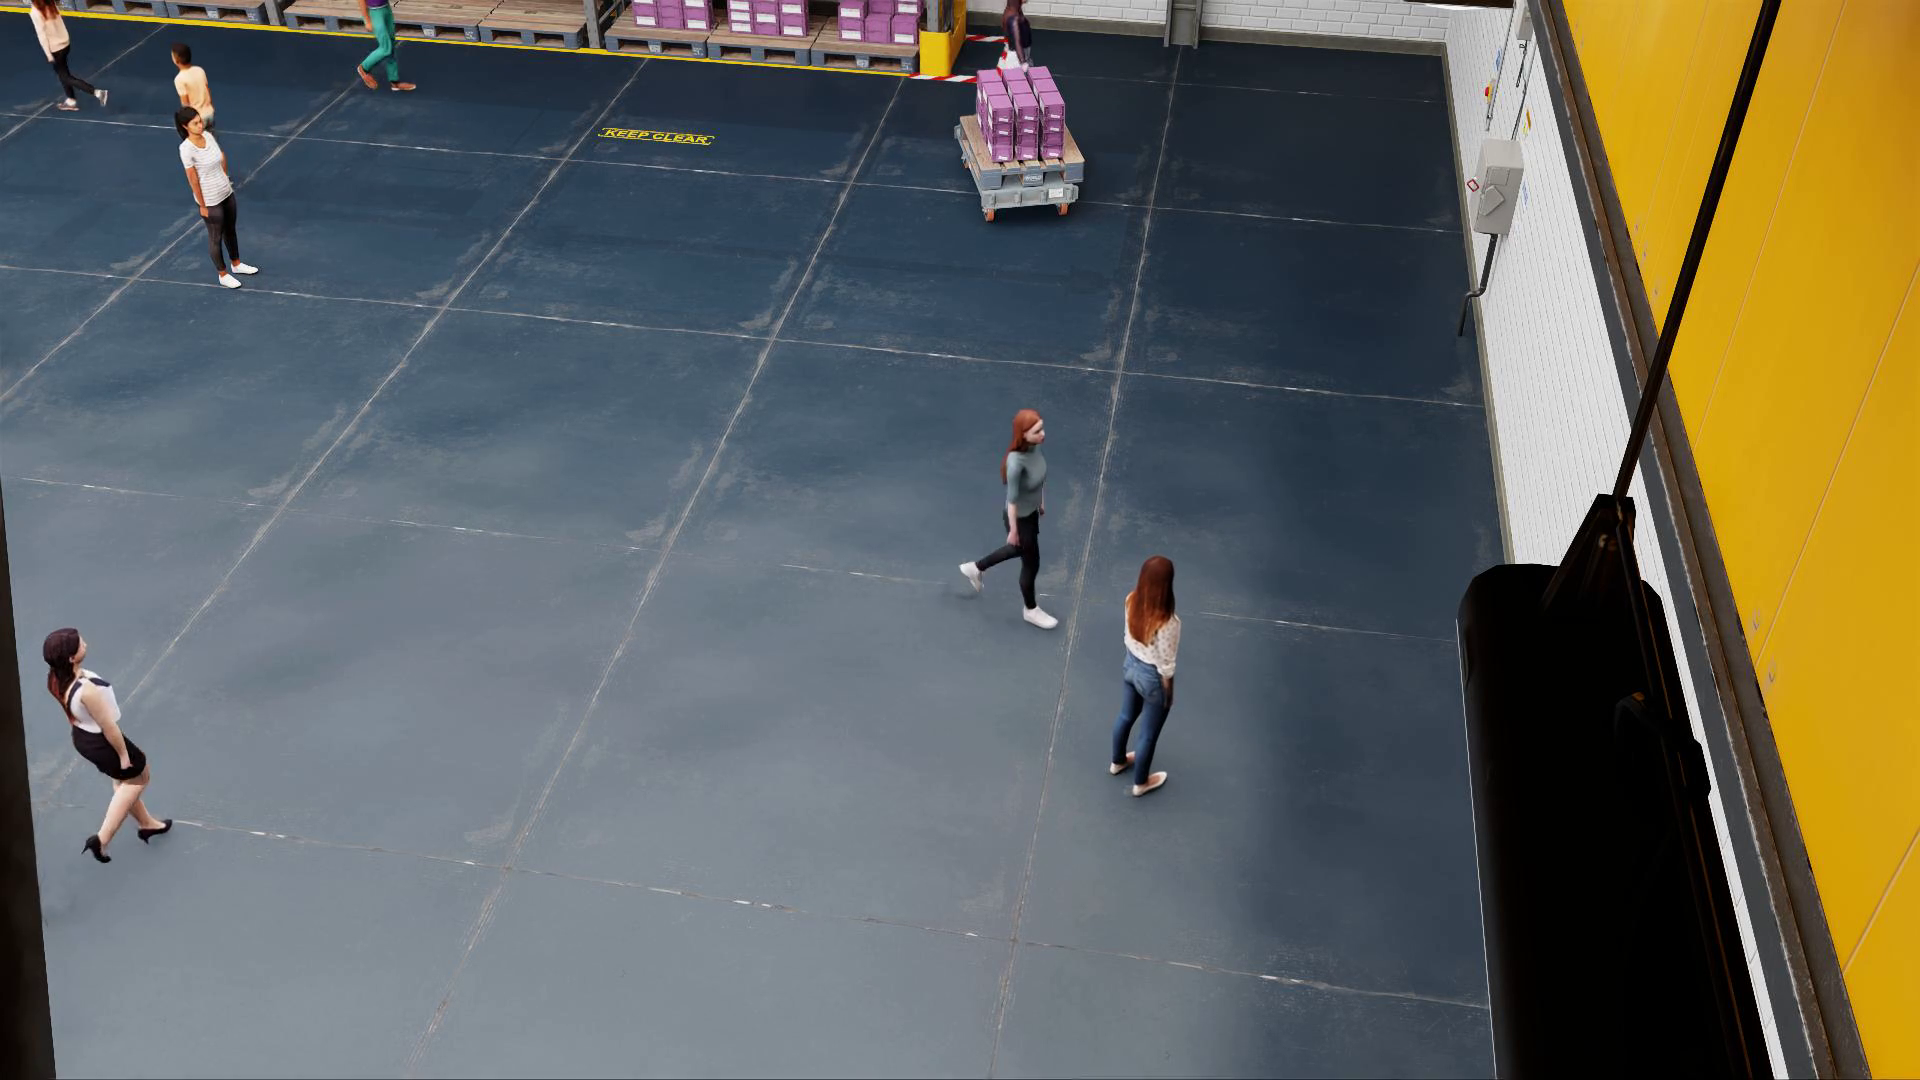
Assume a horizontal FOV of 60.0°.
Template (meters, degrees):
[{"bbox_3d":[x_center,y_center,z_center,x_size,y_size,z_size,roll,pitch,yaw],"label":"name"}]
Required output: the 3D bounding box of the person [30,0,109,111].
[{"bbox_3d":[-9.418,-5.176,17.470,0.916,1.463,0.660,1,39,1],"label":"person"}]

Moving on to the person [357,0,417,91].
[{"bbox_3d":[-6.336,-5.653,17.828,0.801,1.762,0.623,7,39,9],"label":"person"}]

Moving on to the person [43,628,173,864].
[{"bbox_3d":[-4.877,1.199,9.347,0.790,1.637,0.743,19,42,22],"label":"person"}]

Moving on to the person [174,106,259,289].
[{"bbox_3d":[-6.575,-3.034,14.641,0.544,1.646,0.587,10,40,12],"label":"person"}]

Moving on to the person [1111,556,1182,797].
[{"bbox_3d":[1.094,0.796,9.779,0.687,1.728,0.638,-21,43,-24],"label":"person"}]

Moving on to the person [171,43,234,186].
[{"bbox_3d":[-7.314,-4.083,16.110,0.604,1.451,0.593,15,41,18],"label":"person"}]

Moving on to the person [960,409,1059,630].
[{"bbox_3d":[0.346,-0.166,10.983,1.006,1.729,0.709,15,41,17],"label":"person"}]
